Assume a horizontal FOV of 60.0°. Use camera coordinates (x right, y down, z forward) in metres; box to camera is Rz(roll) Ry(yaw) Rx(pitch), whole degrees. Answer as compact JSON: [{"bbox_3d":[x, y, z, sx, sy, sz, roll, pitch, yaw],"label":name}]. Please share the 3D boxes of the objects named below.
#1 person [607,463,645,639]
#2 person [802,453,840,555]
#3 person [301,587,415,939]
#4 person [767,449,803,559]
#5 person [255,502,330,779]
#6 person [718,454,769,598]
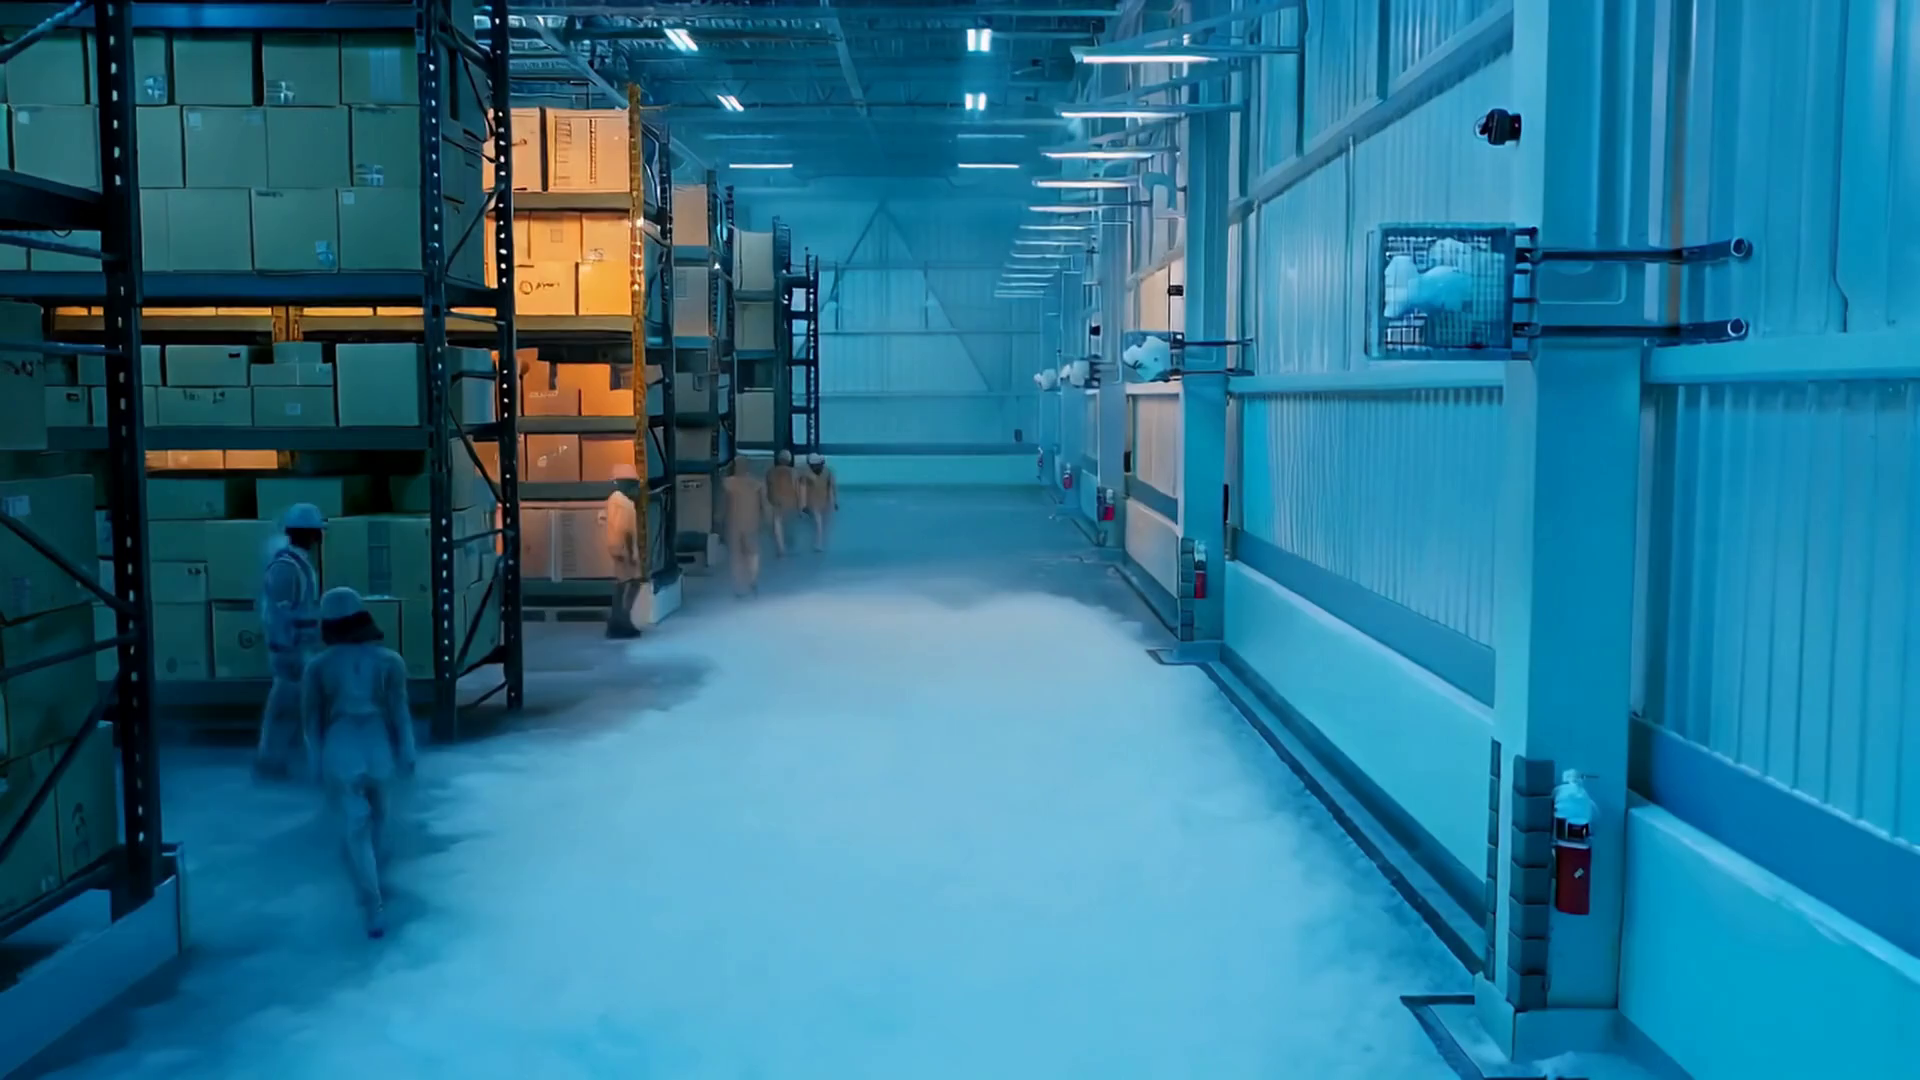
[{"bbox_3d":[-3.591,0.130,17.994,0.541,1.905,0.597,-1,5,-17],"label":"person"},{"bbox_3d":[-2.307,-0.590,27.552,0.583,1.690,0.868,-3,6,-30],"label":"person"},{"bbox_3d":[-2.970,1.078,8.214,0.482,1.689,0.871,-4,6,-36],"label":"person"},{"bbox_3d":[-2.849,-0.581,26.993,0.603,1.804,0.867,0,5,3],"label":"person"},{"bbox_3d":[-4.419,0.697,11.368,0.926,1.904,0.637,-1,5,-10],"label":"person"},{"bbox_3d":[-2.831,-0.184,21.751,0.675,1.886,0.524,0,5,2],"label":"person"}]
